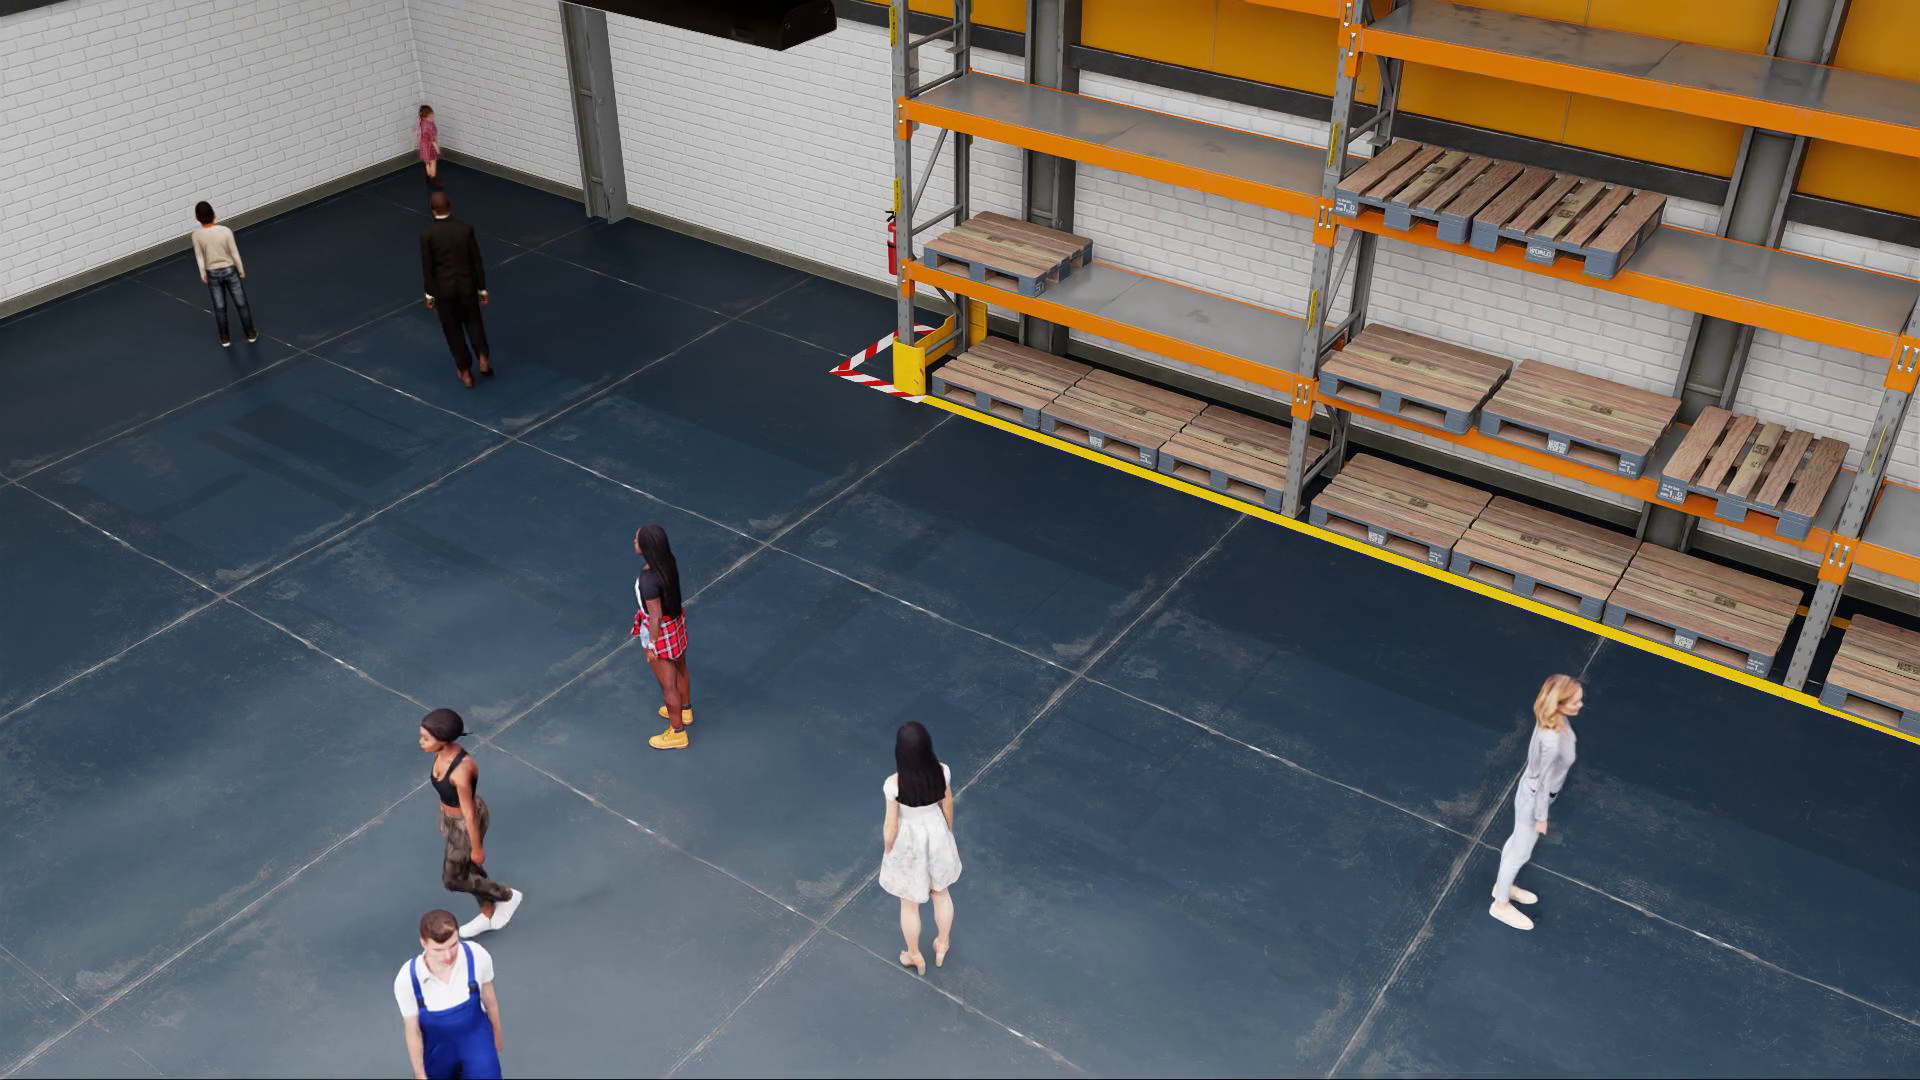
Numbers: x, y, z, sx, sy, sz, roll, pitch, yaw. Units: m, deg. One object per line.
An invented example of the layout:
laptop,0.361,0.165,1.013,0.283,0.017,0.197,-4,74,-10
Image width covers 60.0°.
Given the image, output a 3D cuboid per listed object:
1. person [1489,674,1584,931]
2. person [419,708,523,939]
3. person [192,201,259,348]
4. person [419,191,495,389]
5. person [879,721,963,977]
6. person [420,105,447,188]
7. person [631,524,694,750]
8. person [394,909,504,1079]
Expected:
person,3.378,1.513,9.750,0.583,1.797,0.631,13,36,19
person,-2.791,1.640,9.657,0.774,1.689,0.715,-20,38,-27
person,-7.205,-2.598,16.238,0.638,1.462,0.664,-13,36,-19
person,-4.639,-2.265,15.347,0.854,1.894,0.896,-18,38,-25
person,-0.231,1.748,9.418,0.770,1.773,0.804,-13,36,-19
person,-6.365,-4.734,19.873,0.475,0.996,0.647,25,41,32
person,-1.980,0.626,11.147,0.740,1.729,0.709,3,34,5
person,-2.528,2.468,8.290,1.046,1.823,1.285,-15,36,-21
